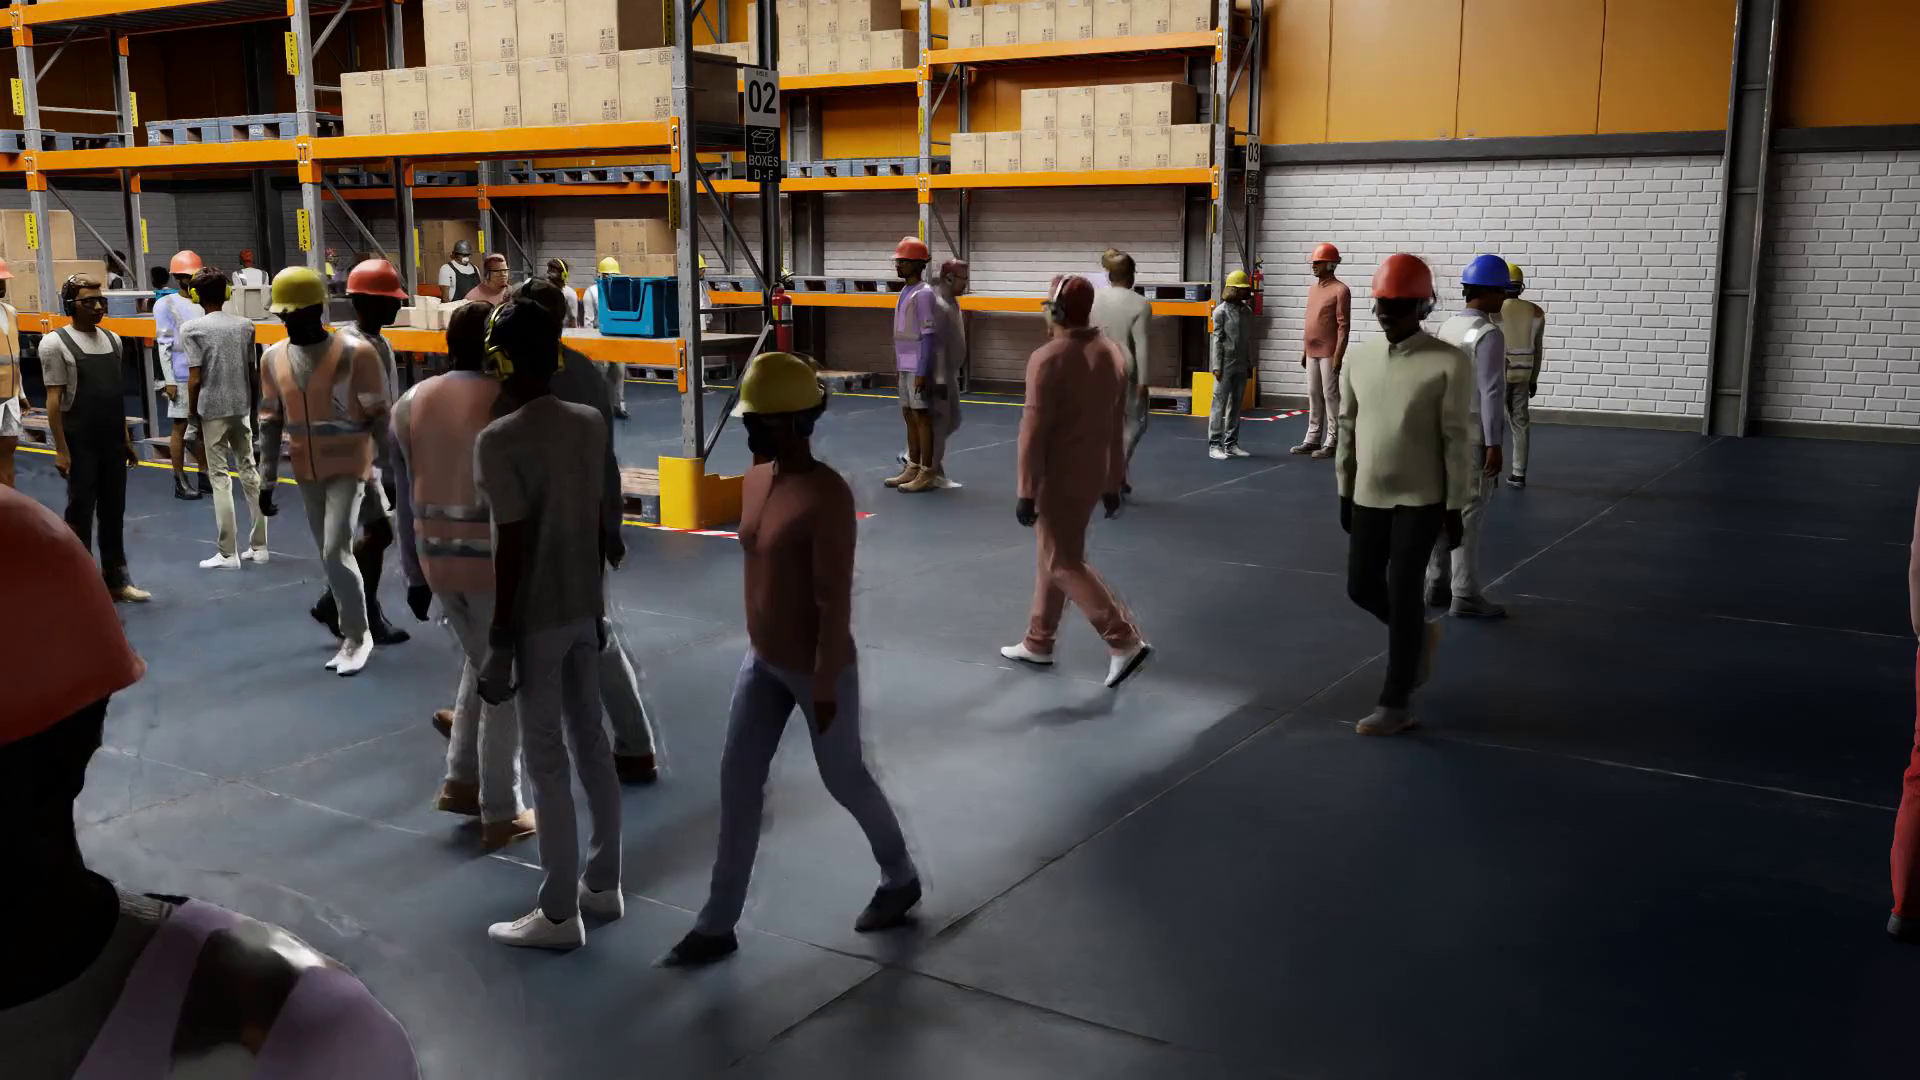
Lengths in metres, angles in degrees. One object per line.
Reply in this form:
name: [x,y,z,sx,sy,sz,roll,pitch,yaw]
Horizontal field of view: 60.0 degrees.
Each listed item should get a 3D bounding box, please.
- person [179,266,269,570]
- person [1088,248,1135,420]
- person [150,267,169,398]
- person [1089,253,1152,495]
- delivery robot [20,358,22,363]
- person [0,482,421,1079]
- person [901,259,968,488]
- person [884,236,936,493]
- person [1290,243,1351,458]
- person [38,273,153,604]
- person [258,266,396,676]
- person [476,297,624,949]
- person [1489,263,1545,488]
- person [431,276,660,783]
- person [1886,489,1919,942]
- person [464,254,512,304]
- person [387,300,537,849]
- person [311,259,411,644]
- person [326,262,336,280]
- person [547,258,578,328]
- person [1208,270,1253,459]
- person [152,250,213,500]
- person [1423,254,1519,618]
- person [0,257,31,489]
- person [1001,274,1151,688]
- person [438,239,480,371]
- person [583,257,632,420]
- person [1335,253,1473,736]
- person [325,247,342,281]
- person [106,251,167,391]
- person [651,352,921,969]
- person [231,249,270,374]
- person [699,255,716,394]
person: [-4.544,-0.743,10.240,0.333,1.866,0.515,6,12,31]
person: [1.687,-2.310,18.739,0.628,1.932,0.360,7,12,34]
person: [-10.227,-2.680,21.483,0.358,1.678,0.543,-2,10,-9]
person: [1.241,-1.278,13.055,0.627,1.926,0.443,8,13,36]
delivery robot: [-14.836,-2.957,25.875,0.477,0.478,0.707,4,11,22]
person: [-0.622,0.865,1.268,0.560,1.897,0.986,1,10,8]
person: [-0.179,-1.348,13.576,0.486,1.881,0.649,2,10,12]
person: [-0.389,-1.406,13.407,0.368,2.048,0.607,-4,11,-21]
person: [3.385,-1.762,15.518,0.379,1.996,0.611,-4,11,-22]
person: [-4.723,-0.525,9.078,0.337,1.845,0.514,3,11,18]
person: [-2.964,-0.311,7.724,0.634,1.898,0.562,3,11,15]
person: [-1.193,0.247,4.756,0.335,1.865,0.521,5,11,25]
person: [4.469,-1.341,13.638,0.595,1.831,0.403,-2,10,-11]
person: [-1.583,-0.034,6.245,1.011,1.880,0.642,2,10,9]
person: [2.861,0.321,4.607,0.310,1.771,0.525,-3,11,-16]
person: [-4.085,-1.582,14.814,0.395,1.900,0.644,8,13,39]
person: [-1.559,0.123,5.554,0.634,1.828,0.455,5,11,27]
person: [-2.914,-0.413,8.223,0.460,1.928,0.594,1,10,6]
person: [-8.001,-2.607,20.890,0.649,1.753,0.532,-2,10,-12]
person: [-4.144,-2.061,17.622,0.801,1.837,0.560,-7,13,-35]
person: [2.545,-1.623,15.448,0.489,1.743,0.323,-8,13,-37]
person: [-6.019,-1.292,13.074,0.370,1.939,0.543,5,11,25]
person: [2.760,-0.559,8.993,0.404,1.943,0.612,-2,10,-11]
person: [-6.758,-1.044,11.697,0.376,1.939,0.547,2,10,9]
person: [0.537,-0.279,7.639,0.897,1.873,0.649,8,13,39]
person: [-7.269,-3.399,24.467,0.538,2.000,0.681,7,13,36]
person: [-3.906,-2.232,18.585,0.601,1.827,0.404,-10,14,-43]
person: [1.876,-0.203,6.962,0.692,1.977,0.624,-10,14,-43]
person: [-9.861,-3.640,26.174,0.402,1.906,0.652,-7,12,-35]
person: [-10.978,-2.841,21.842,0.985,1.865,0.610,-10,14,-44]
person: [-0.445,0.338,4.704,0.850,1.743,0.539,-9,14,-41]
person: [-10.567,-3.385,24.828,0.358,1.881,0.574,8,13,37]
person: [-3.462,-2.835,21.915,0.404,1.833,0.590,-5,12,-27]
